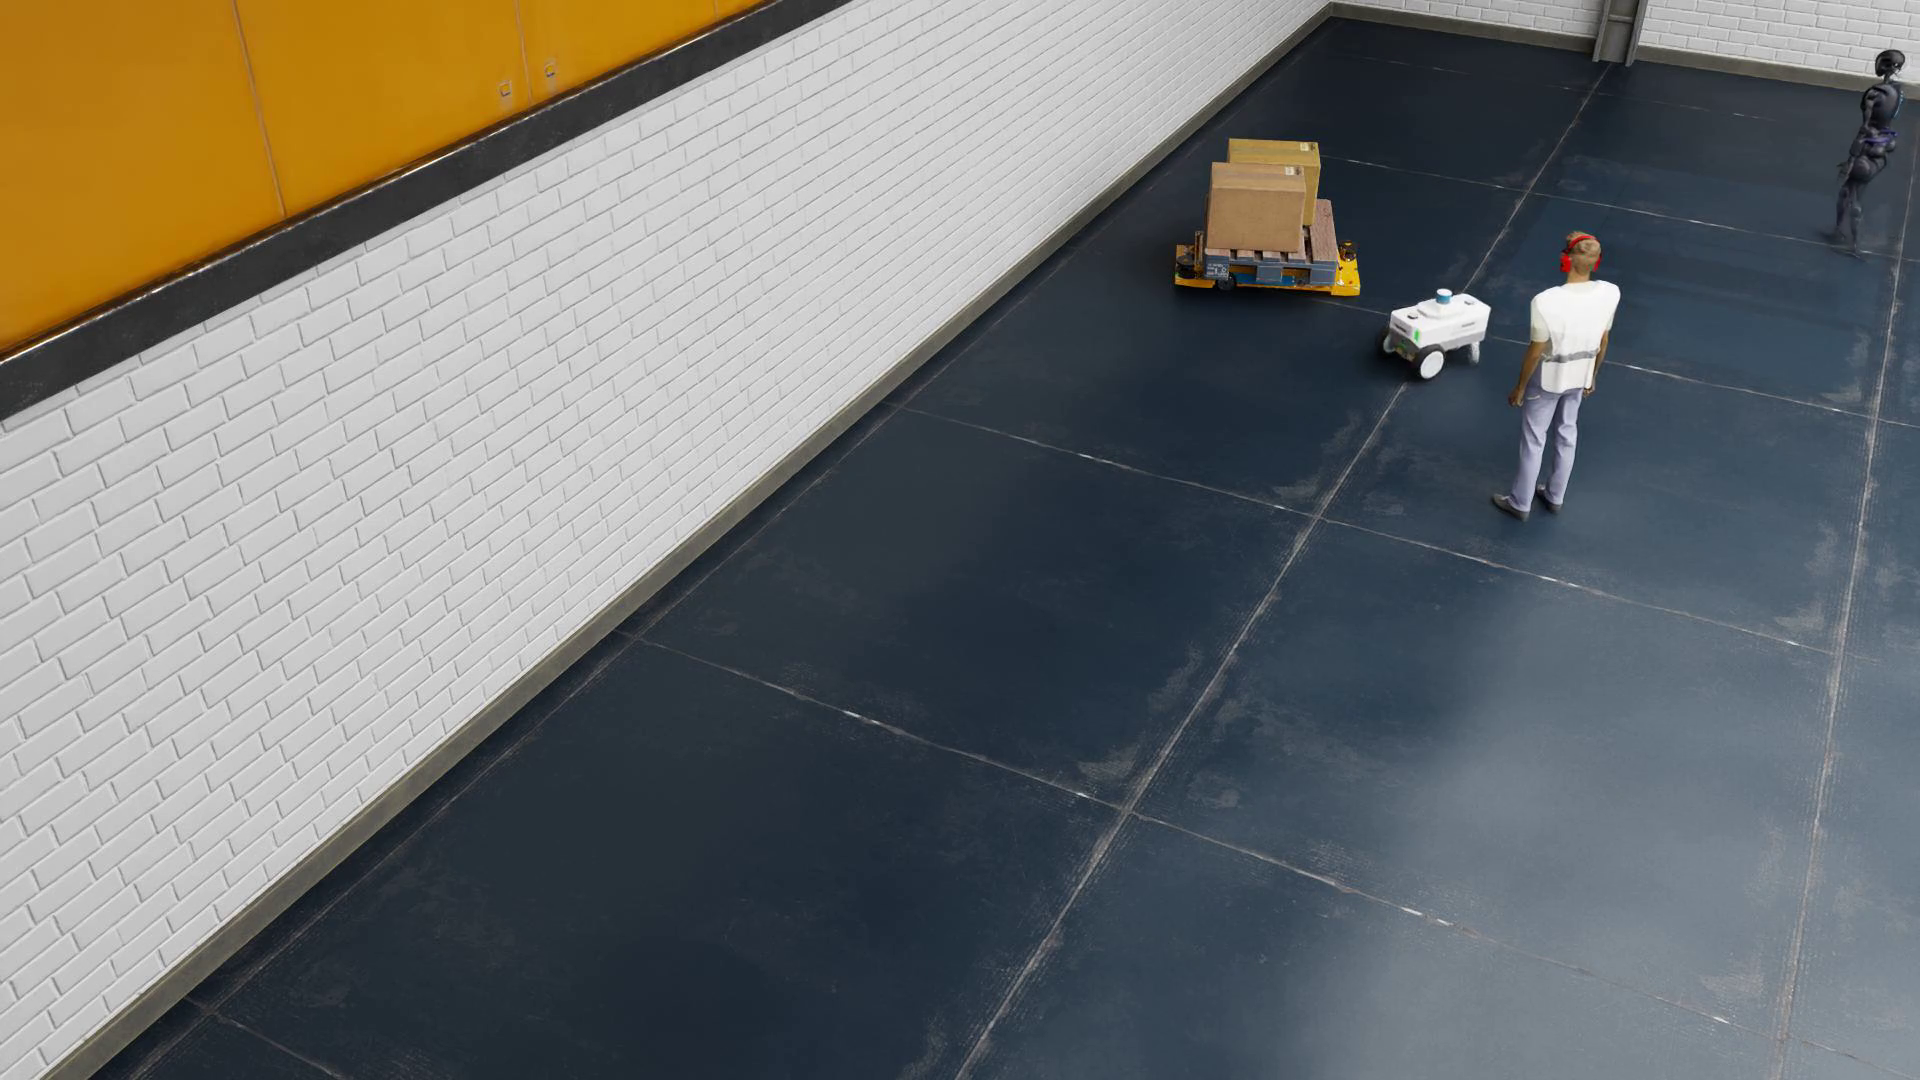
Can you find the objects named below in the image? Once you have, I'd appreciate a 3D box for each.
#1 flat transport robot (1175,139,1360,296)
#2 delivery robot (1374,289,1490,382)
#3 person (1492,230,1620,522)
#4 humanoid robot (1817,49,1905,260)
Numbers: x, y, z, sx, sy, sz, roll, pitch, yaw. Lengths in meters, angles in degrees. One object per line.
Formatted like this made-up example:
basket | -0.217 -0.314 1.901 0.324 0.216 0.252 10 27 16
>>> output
flat transport robot | 2.442 -2.198 13.248 1.431 0.231 0.659 4 34 6
delivery robot | 3.417 -1.504 11.962 0.769 0.598 0.512 -16 37 -22
person | 3.588 -0.950 9.977 0.568 1.842 0.373 -10 35 -15
humanoid robot | 7.255 -3.099 13.337 0.616 1.638 0.581 -26 42 -33
